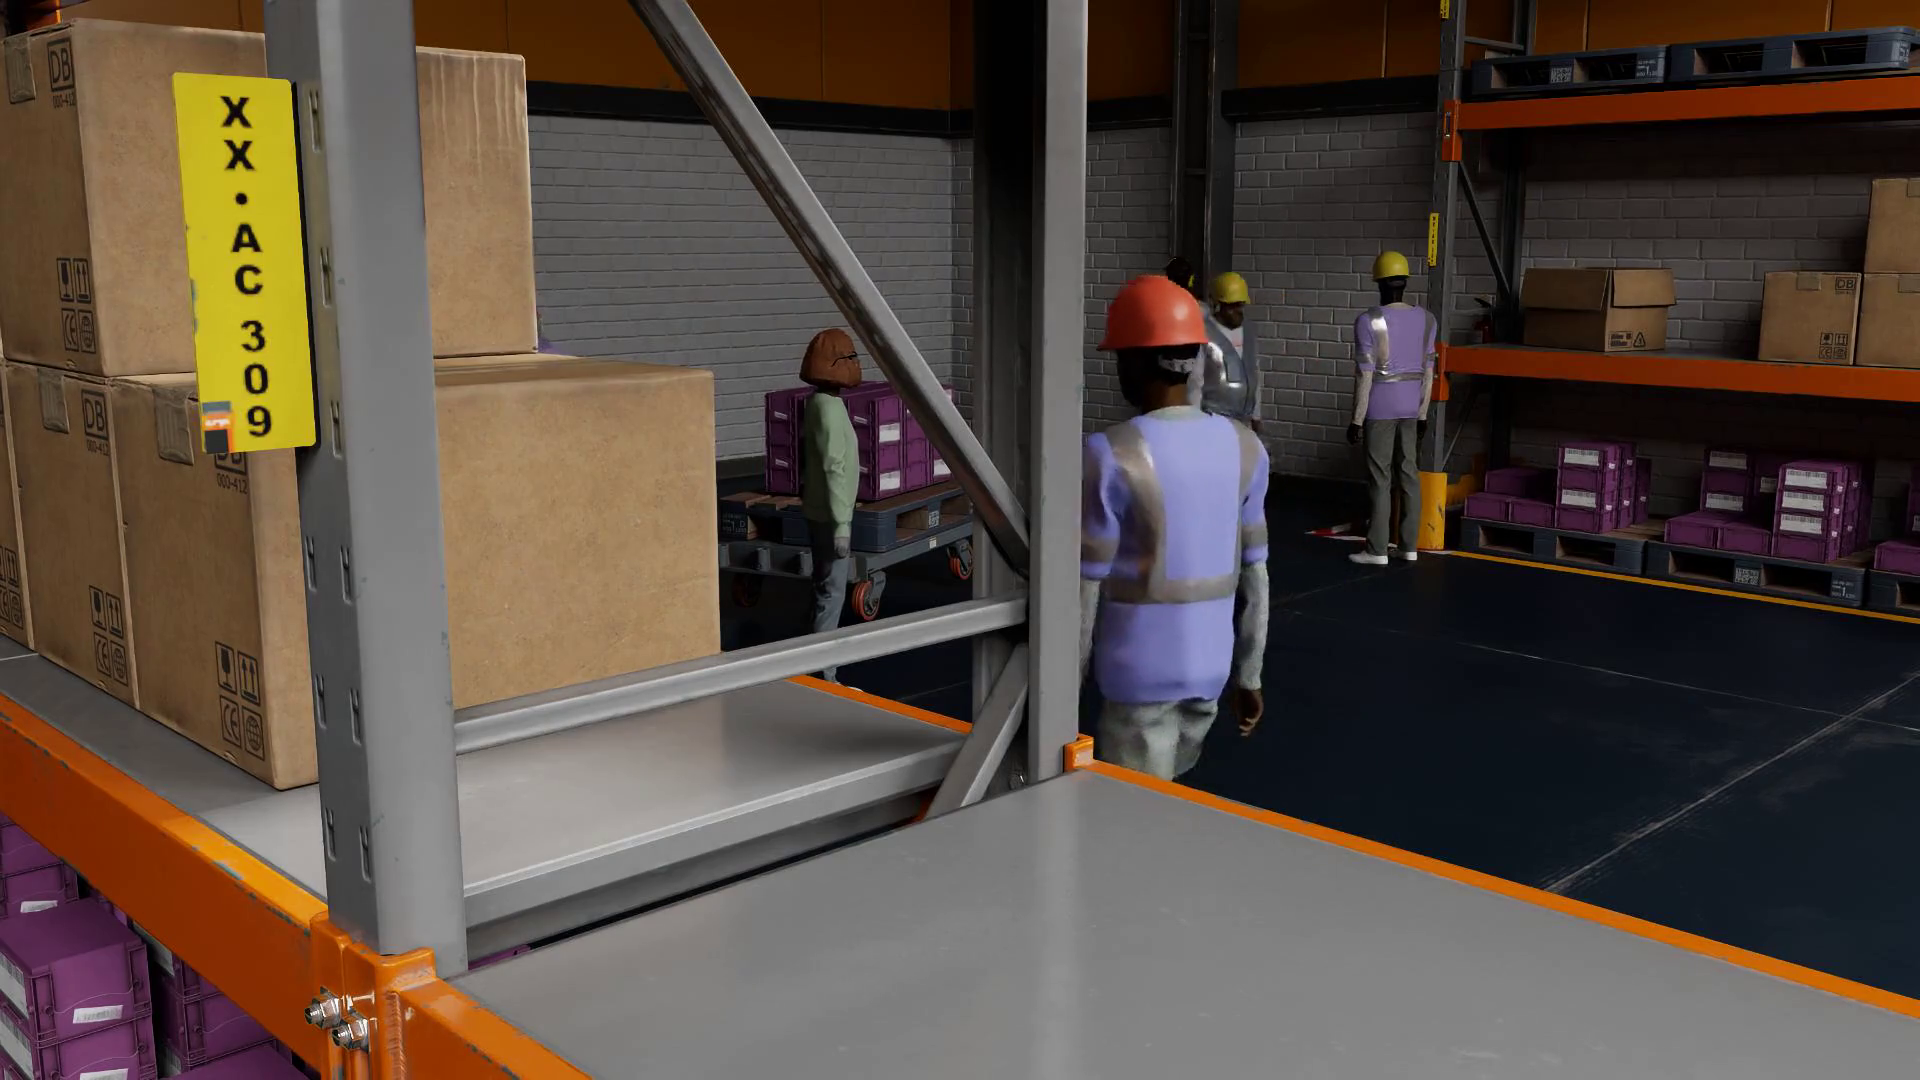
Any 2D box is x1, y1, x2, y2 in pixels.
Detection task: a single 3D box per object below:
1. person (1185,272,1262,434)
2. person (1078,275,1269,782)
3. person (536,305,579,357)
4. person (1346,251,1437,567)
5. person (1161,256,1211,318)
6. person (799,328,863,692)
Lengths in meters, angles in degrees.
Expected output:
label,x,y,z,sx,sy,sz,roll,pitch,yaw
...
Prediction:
label,x,y,z,sx,sy,sz,roll,pitch,yaw
person,1.632,-0.816,10.664,0.632,1.797,0.700,-7,13,-35
person,0.489,0.317,4.134,0.542,1.921,0.432,-7,13,-35
person,-1.661,-0.067,6.339,0.671,1.882,0.634,-3,11,-15
person,2.624,-0.796,10.198,0.591,1.923,0.381,-5,11,-24
person,1.581,-1.137,12.207,0.517,1.873,0.334,-2,11,-13
person,-0.537,-0.076,7.061,0.272,1.634,0.507,-2,11,-10
